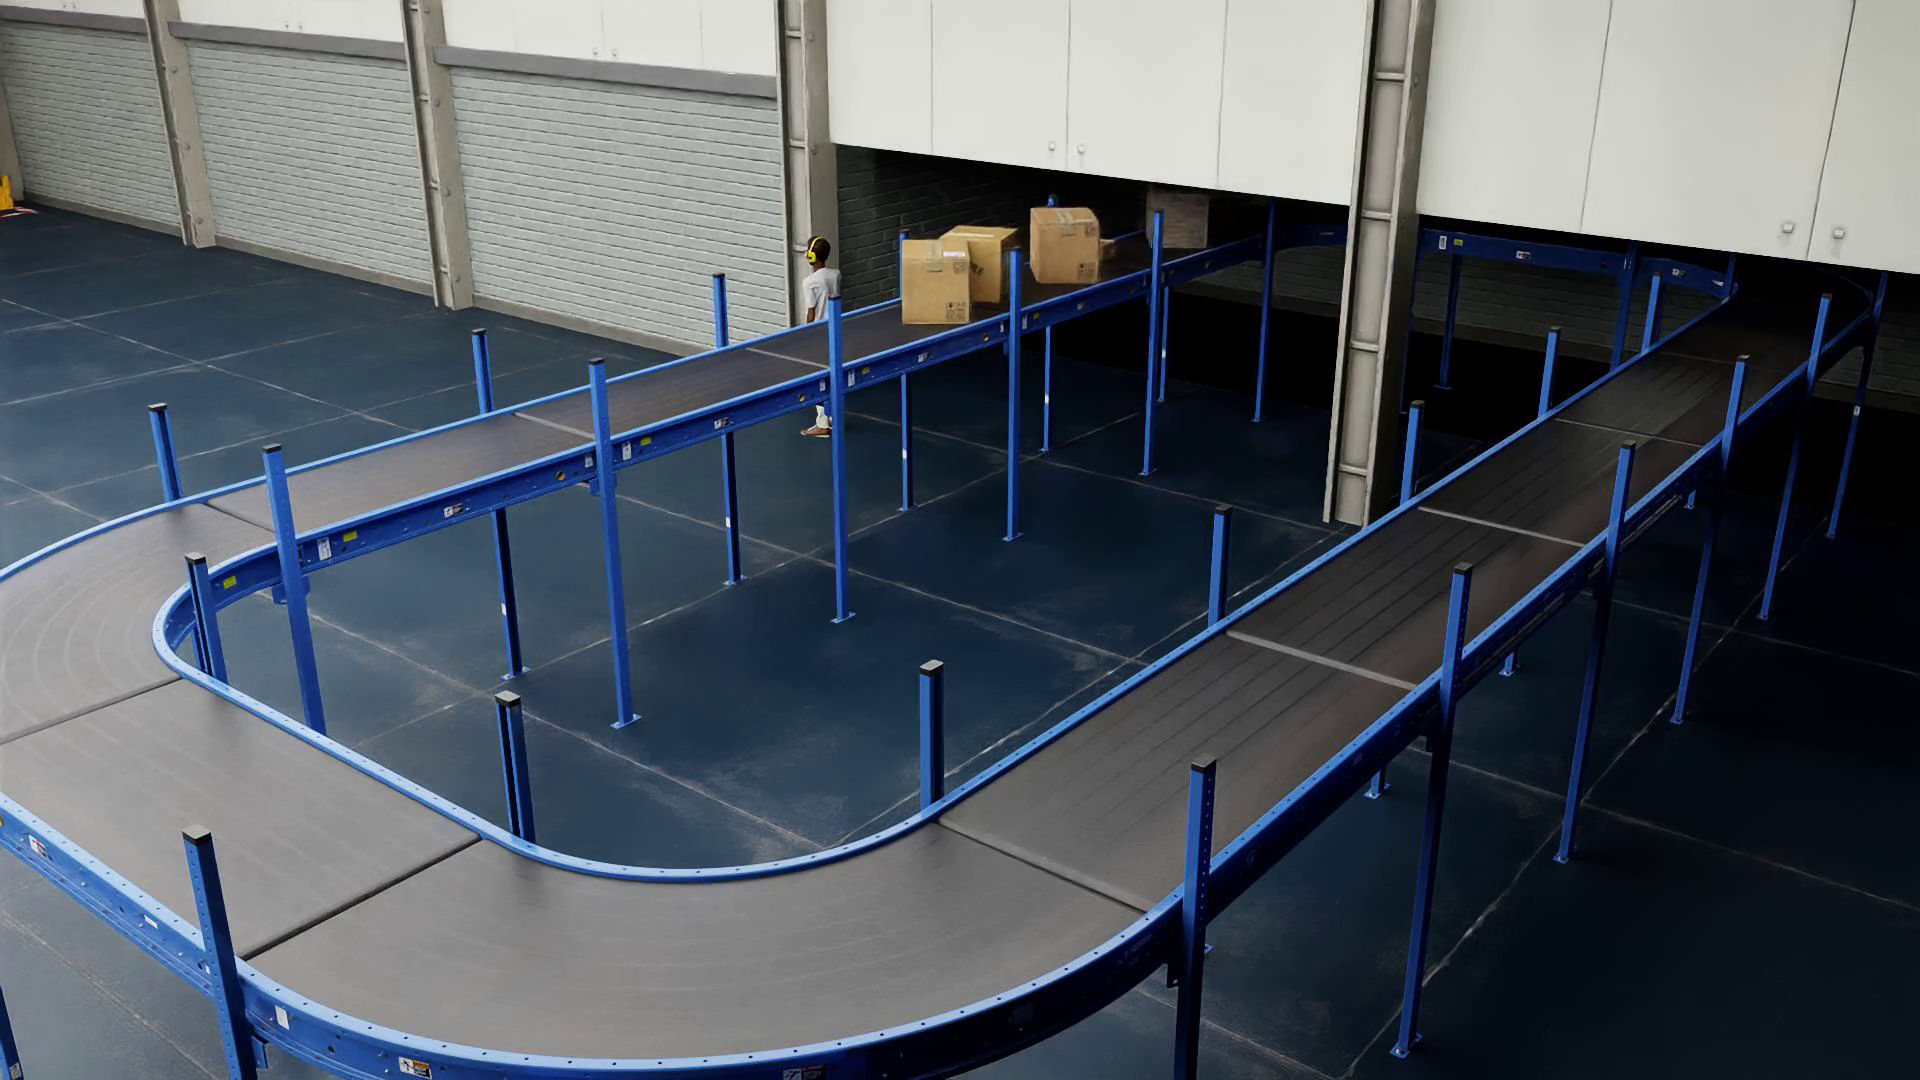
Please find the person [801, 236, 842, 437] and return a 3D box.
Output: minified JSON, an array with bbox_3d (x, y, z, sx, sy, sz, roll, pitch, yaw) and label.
[{"bbox_3d":[-1.292,-1.881,15.418,0.328,1.872,0.514,13,25,30],"label":"person"}]
